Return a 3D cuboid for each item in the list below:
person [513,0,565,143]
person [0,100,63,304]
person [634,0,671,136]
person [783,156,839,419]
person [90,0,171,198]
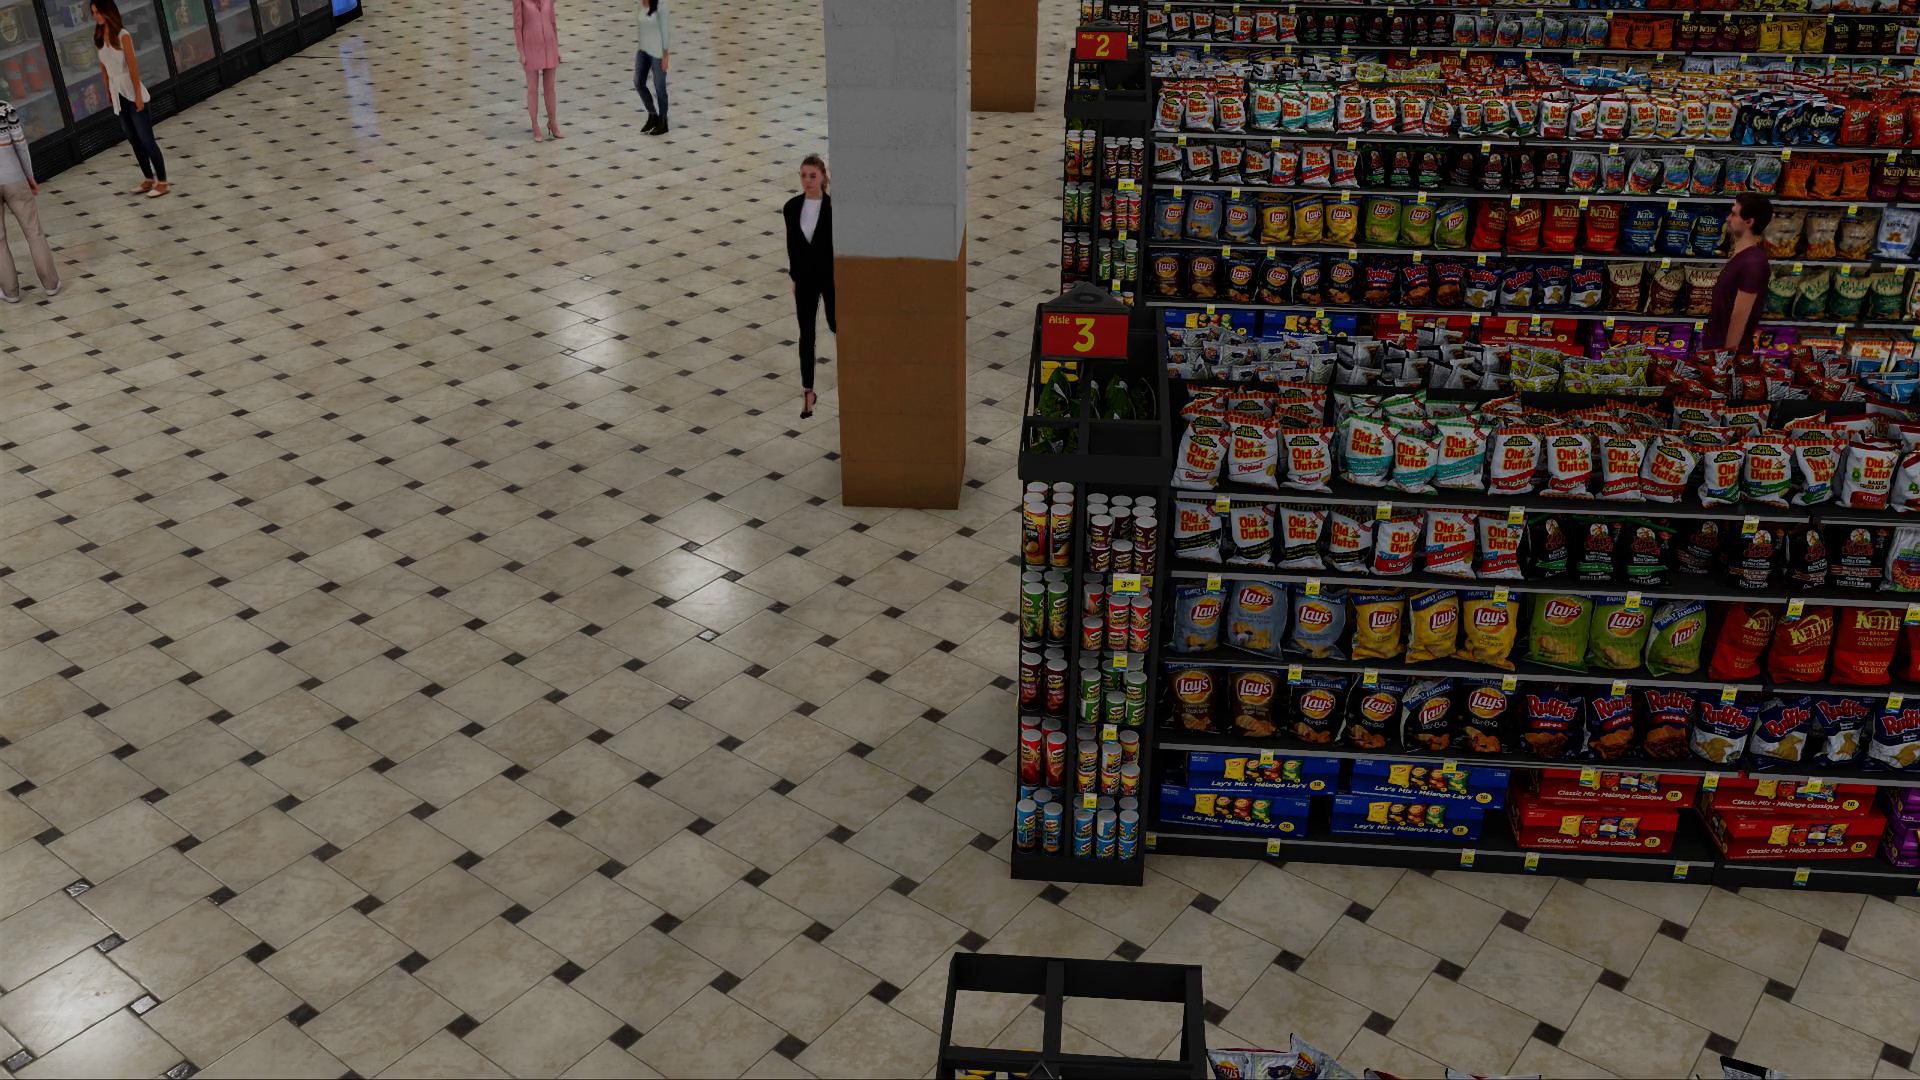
[{"bbox_3d":[-4.262,-4.962,16.814,0.668,1.800,0.744,-19,34,-31],"label":"person"},{"bbox_3d":[-7.333,-2.738,12.677,0.738,1.861,0.823,-18,34,-30],"label":"person"},{"bbox_3d":[-3.095,-5.005,17.055,0.653,1.645,0.757,18,33,29],"label":"person"},{"bbox_3d":[-0.883,-1.698,10.983,1.066,1.660,0.778,6,29,11],"label":"person"},{"bbox_3d":[-7.541,-4.033,15.133,0.581,1.782,0.721,13,31,22],"label":"person"}]
